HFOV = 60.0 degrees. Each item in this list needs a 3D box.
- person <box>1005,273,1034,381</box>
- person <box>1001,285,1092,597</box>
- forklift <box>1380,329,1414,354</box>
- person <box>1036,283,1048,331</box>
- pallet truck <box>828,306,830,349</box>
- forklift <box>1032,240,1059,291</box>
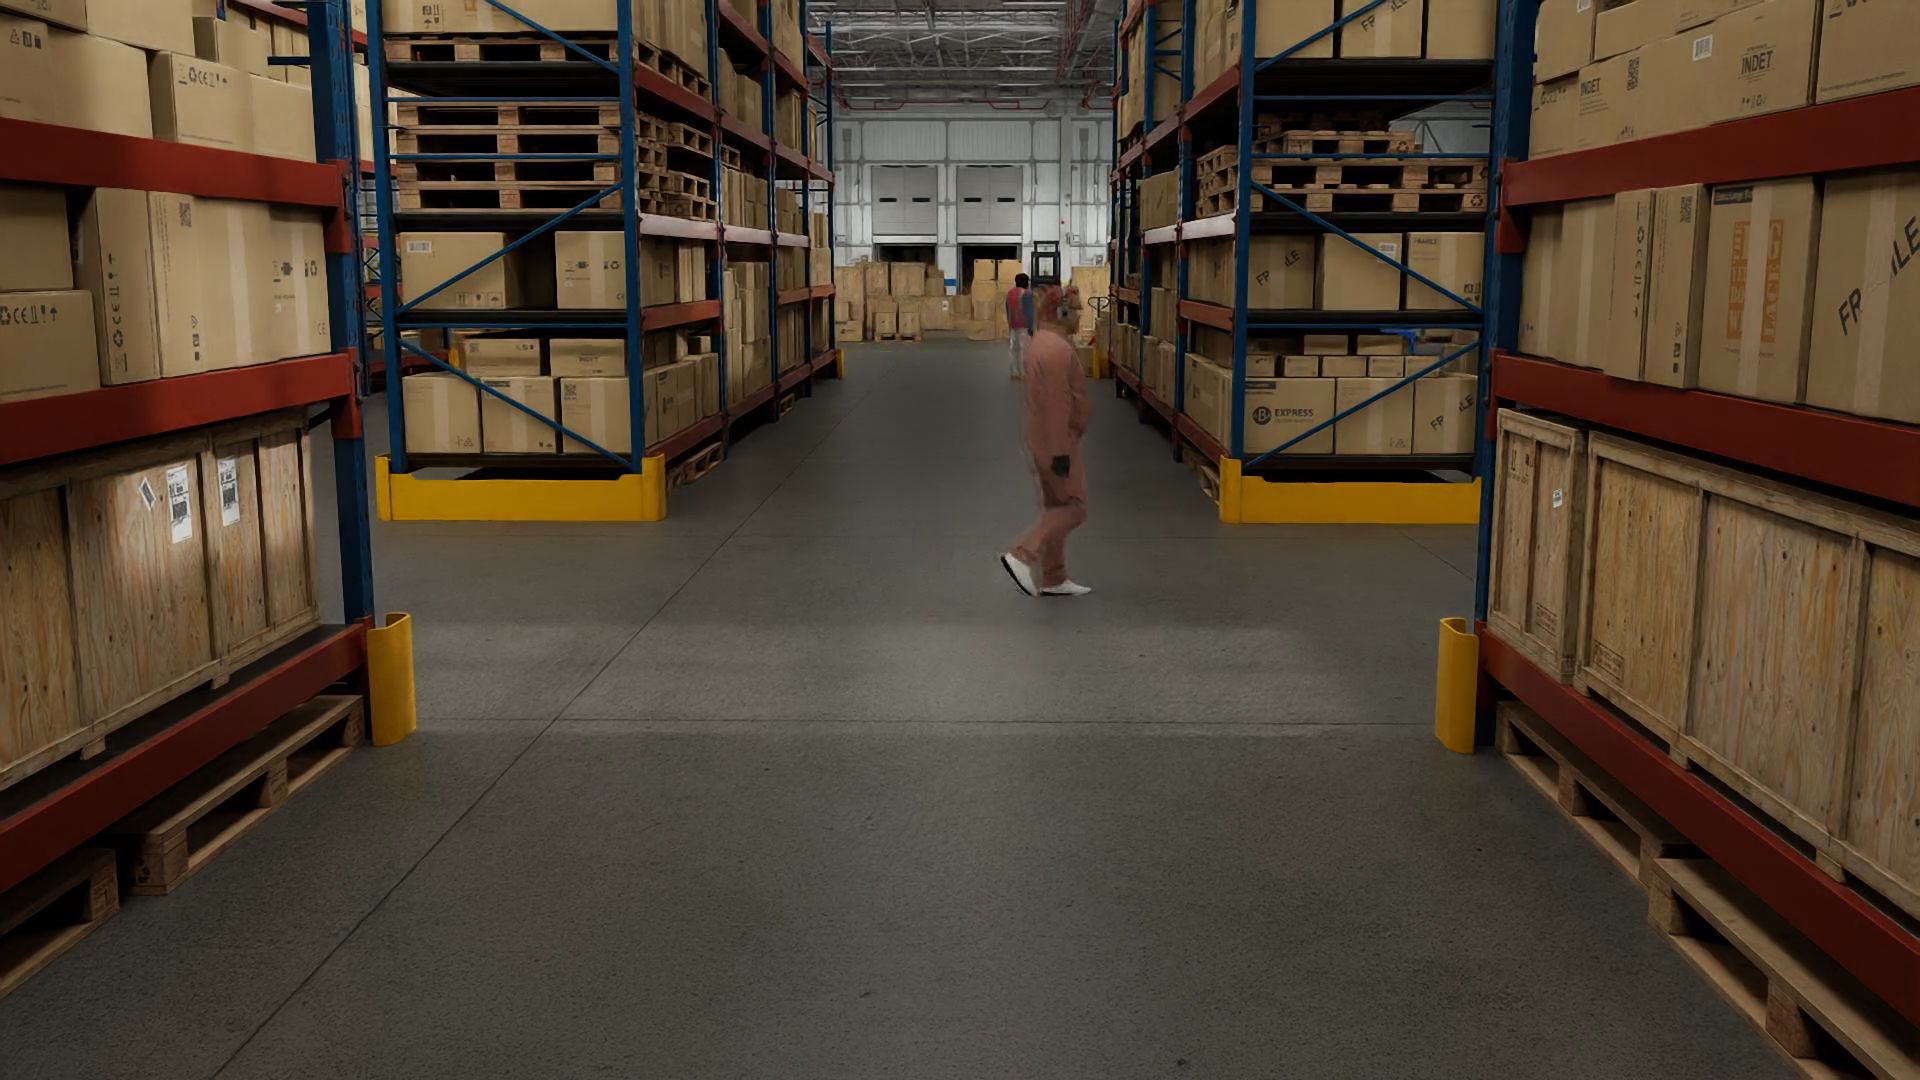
[{"bbox_3d":[1.056,-3.648,28.517,0.429,1.845,0.621,-7,12,-37],"label":"person"},{"bbox_3d":[0.552,-0.576,9.967,0.479,1.892,0.658,-1,10,-4],"label":"person"},{"bbox_3d":[5.454,-3.360,23.691,1.873,2.768,1.129,0,9,1],"label":"forklift"},{"bbox_3d":[1.820,-4.514,34.417,0.741,1.610,0.565,-3,10,-19],"label":"person"},{"bbox_3d":[-3.100,-3.940,29.800,1.885,1.965,0.823,3,10,19],"label":"pallet truck"},{"bbox_3d":[3.172,-9.648,61.356,1.129,2.768,1.873,0,9,1],"label":"forklift"}]
